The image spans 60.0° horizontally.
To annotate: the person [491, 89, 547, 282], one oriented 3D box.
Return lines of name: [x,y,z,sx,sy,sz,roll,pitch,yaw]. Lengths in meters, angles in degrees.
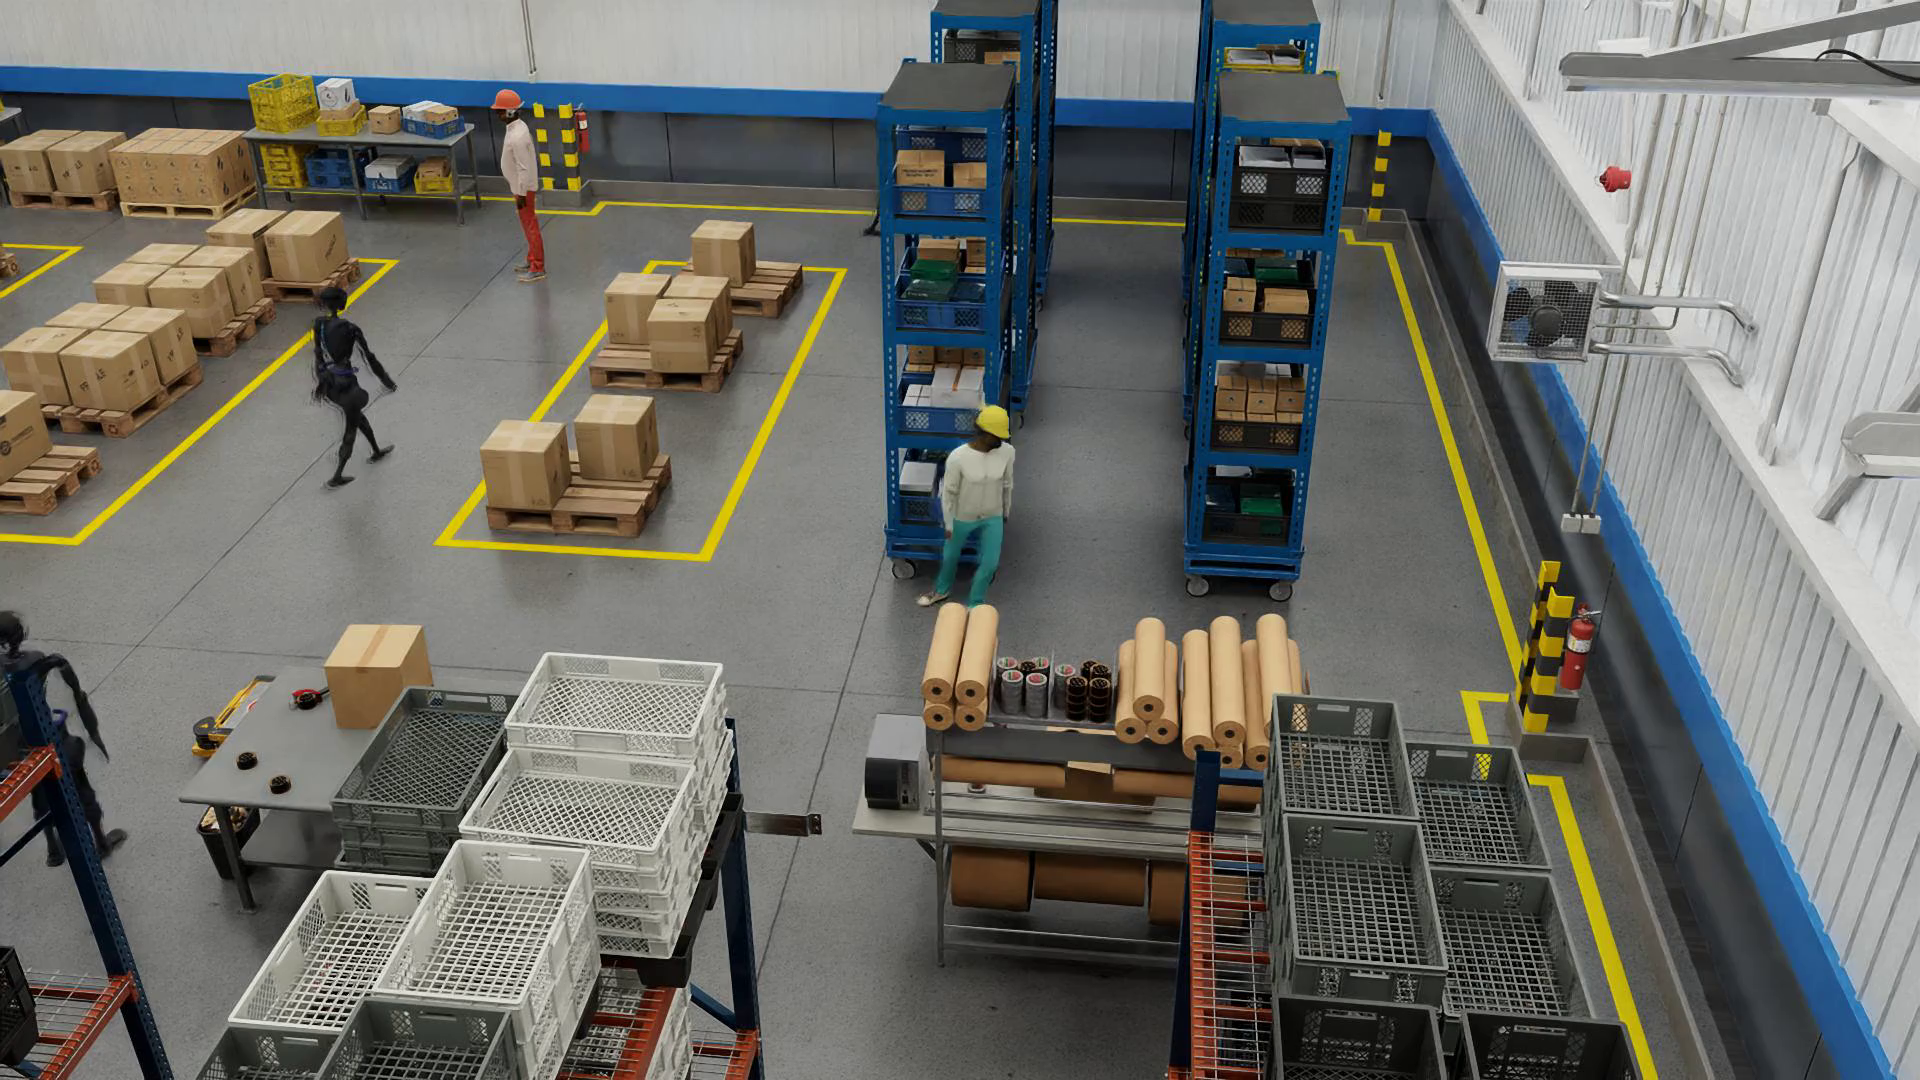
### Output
person: [-4.568,-3.686,17.291,0.378,1.994,0.616,-8,31,-14]

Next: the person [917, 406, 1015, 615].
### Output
person: [0.056,-0.197,11.574,0.633,1.714,0.564,-8,31,-13]

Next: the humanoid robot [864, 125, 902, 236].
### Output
humanoid robot: [-0.738,-4.173,18.488,0.756,1.623,0.600,0,30,0]

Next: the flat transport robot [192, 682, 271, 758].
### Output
flat transport robot: [-4.089,1.163,10.648,1.431,0.197,0.652,3,30,6]

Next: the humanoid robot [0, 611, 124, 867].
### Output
humanoid robot: [-5.155,1.103,9.371,0.631,1.649,0.391,-5,31,-8]

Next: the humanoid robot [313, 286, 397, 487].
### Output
humanoid robot: [-5.007,-1.270,13.506,0.542,1.625,0.761,20,36,31]
